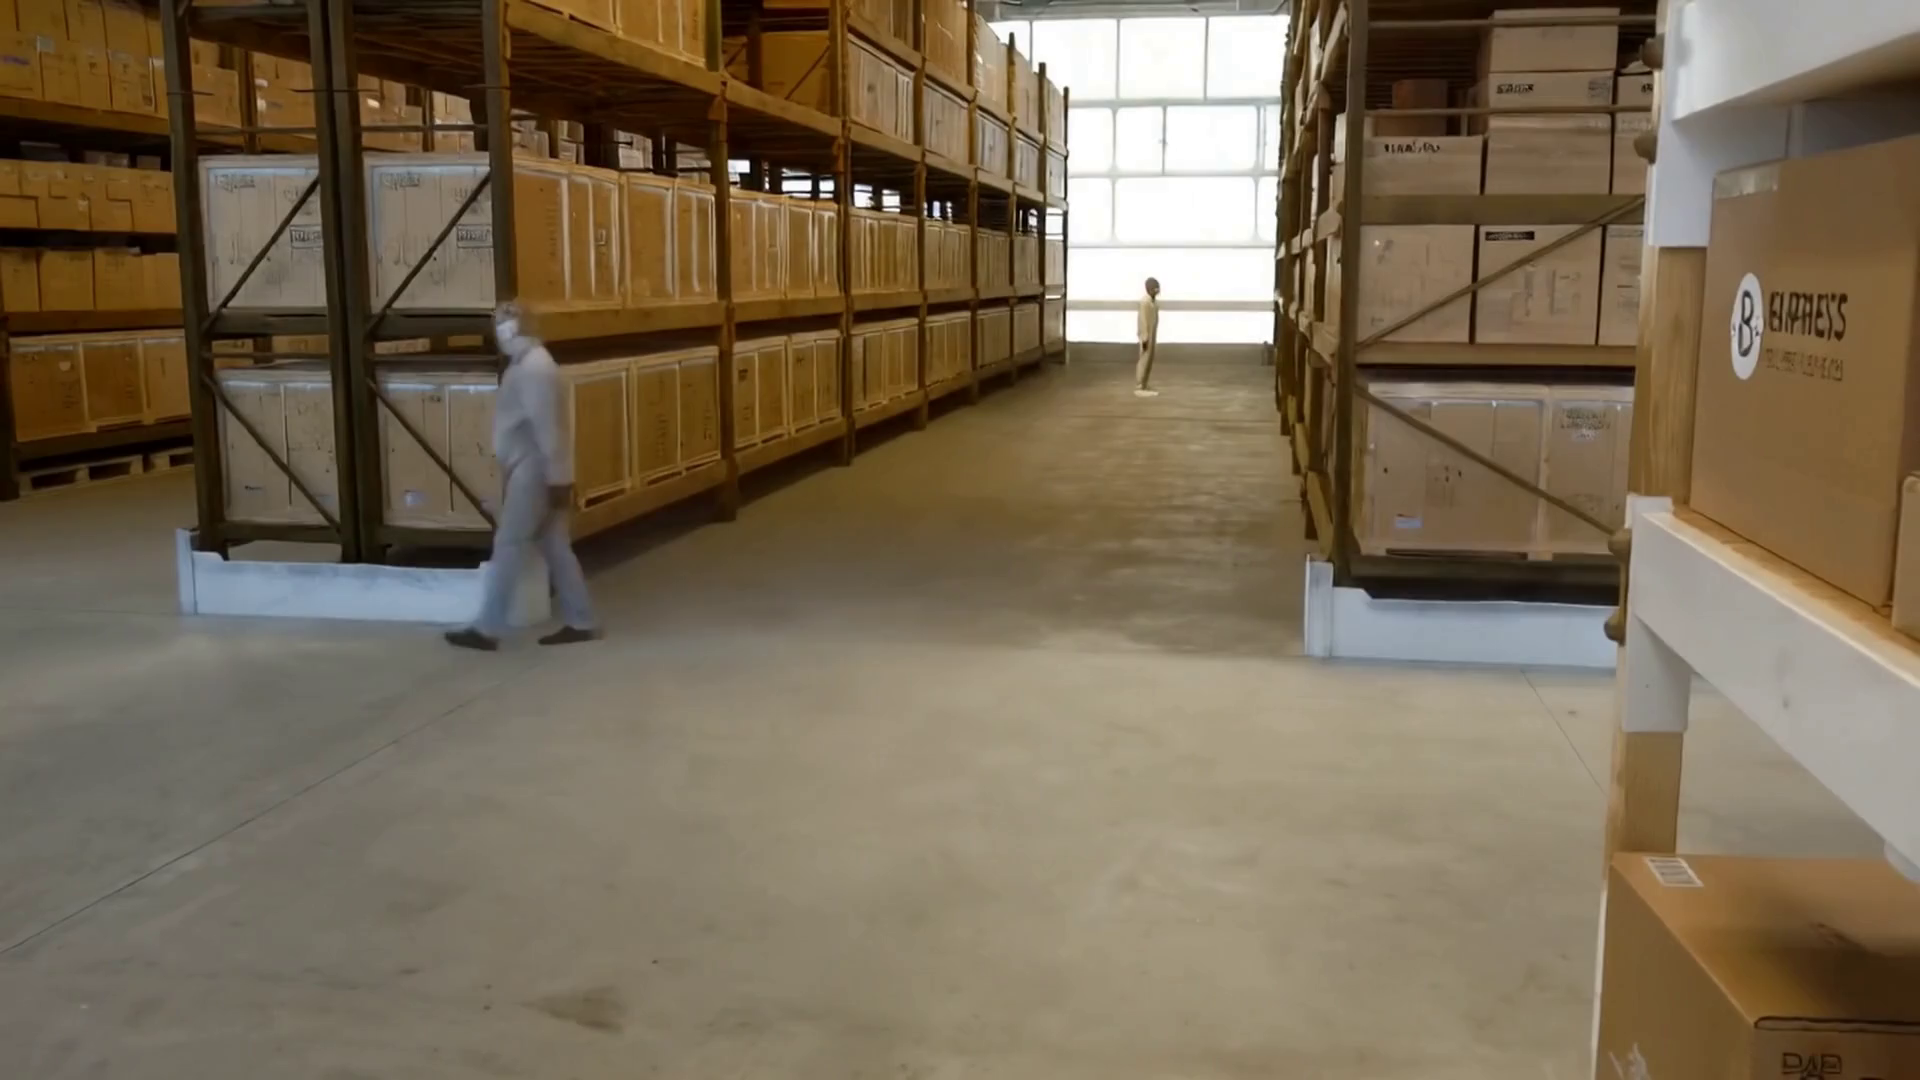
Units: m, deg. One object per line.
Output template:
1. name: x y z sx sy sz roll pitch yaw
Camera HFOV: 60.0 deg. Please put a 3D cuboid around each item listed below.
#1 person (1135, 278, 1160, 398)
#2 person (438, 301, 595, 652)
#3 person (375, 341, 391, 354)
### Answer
1. person: 3.039 -3.257 26.849 0.370 1.930 0.627 5 10 26
2. person: -2.418 -0.336 8.946 0.906 1.856 0.684 -3 10 -16
3. person: -6.353 -1.719 17.978 0.498 1.712 0.833 -1 9 -5
